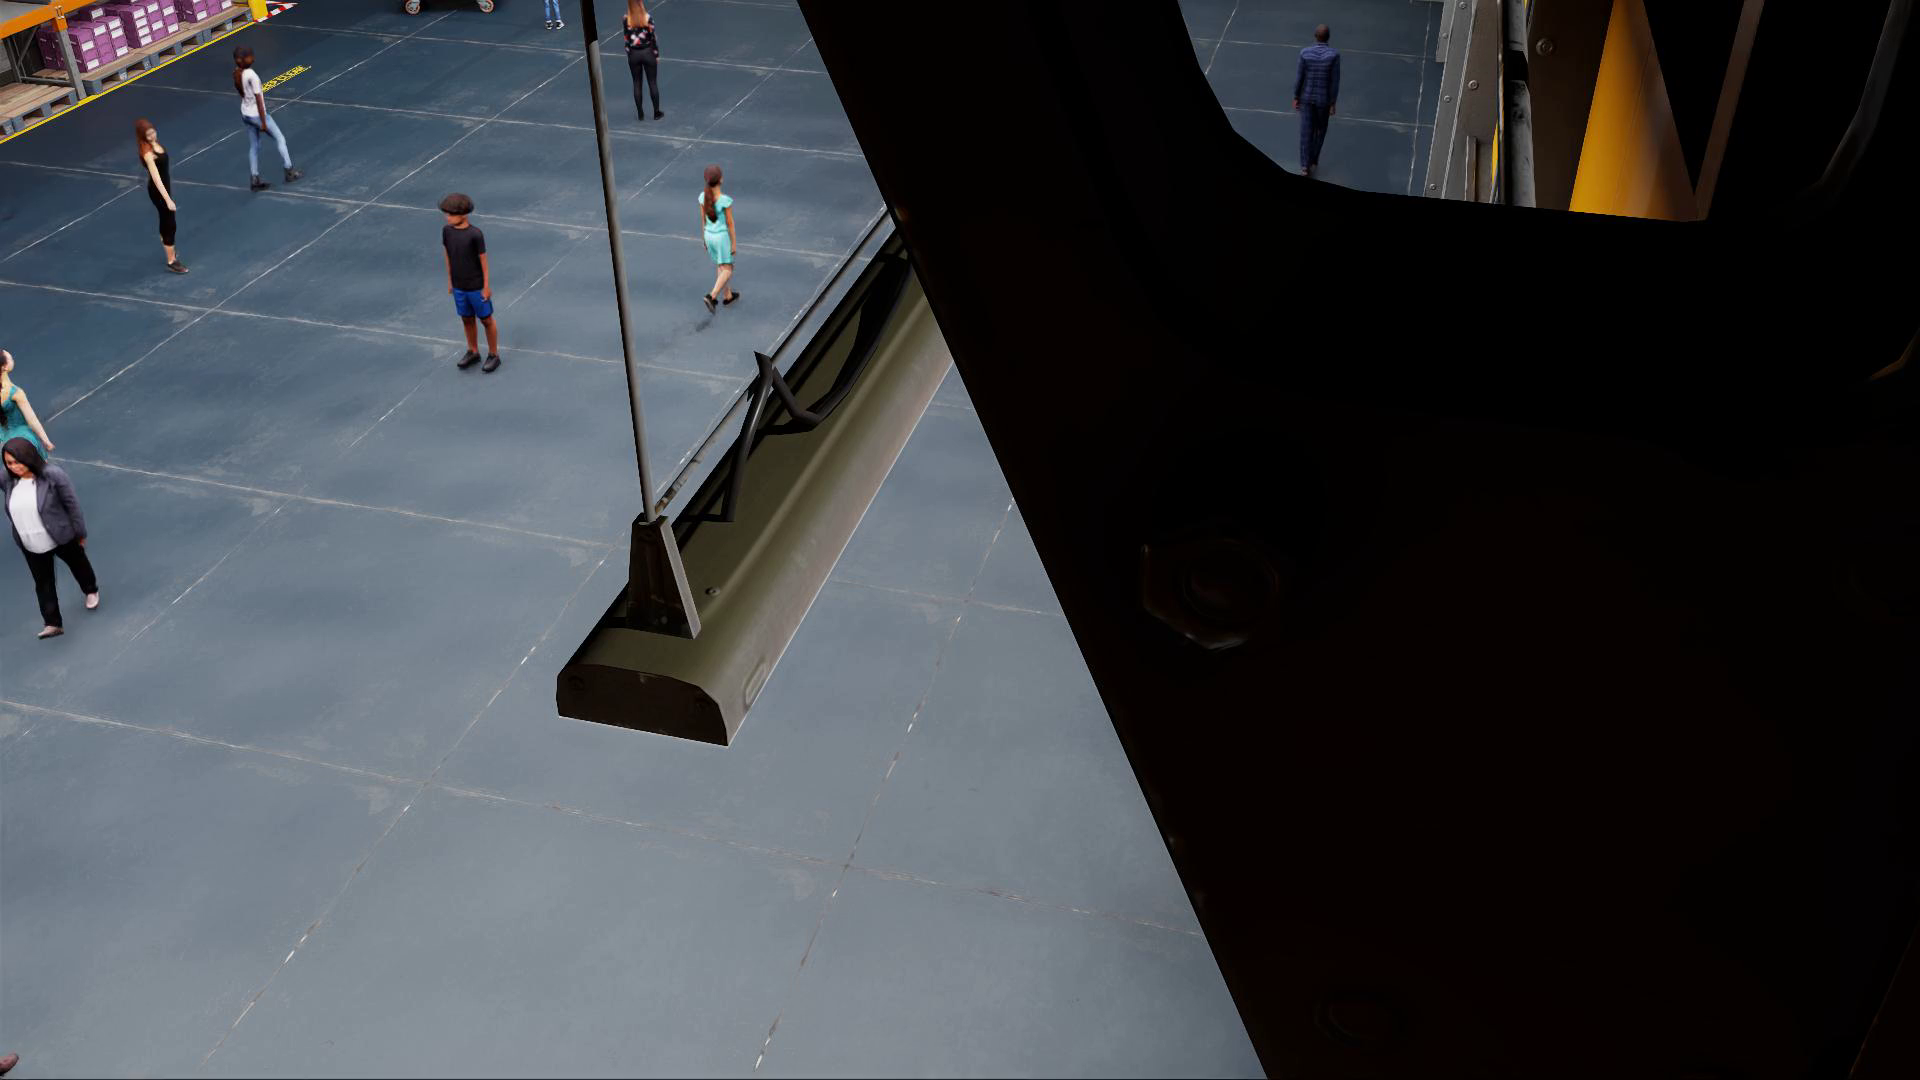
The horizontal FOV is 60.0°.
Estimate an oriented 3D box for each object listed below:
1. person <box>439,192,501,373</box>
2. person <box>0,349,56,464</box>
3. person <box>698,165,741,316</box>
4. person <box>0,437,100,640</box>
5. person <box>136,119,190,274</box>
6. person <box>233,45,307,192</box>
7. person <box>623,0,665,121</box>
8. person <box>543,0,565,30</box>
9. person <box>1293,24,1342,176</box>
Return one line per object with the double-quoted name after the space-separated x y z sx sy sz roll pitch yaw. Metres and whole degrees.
-4.667 -2.472 15.851 0.618 1.792 0.574 11 35 16 "person"
-7.588 -0.731 13.337 0.625 1.674 0.647 14 36 20 "person"
-2.483 -3.032 16.914 0.660 1.548 0.951 15 36 21 "person"
-6.803 -0.091 12.476 0.950 1.561 1.133 -6 34 -9 "person"
-8.593 -3.725 17.816 0.902 1.702 0.758 -18 37 -24 "person"
-8.402 -4.972 19.695 0.800 1.700 0.998 20 39 28 "person"
-4.163 -6.349 21.782 0.620 1.682 0.585 0 34 1 "person"
-6.259 -8.402 25.285 0.577 1.224 0.582 -4 34 -5 "person"
4.277 -5.281 20.062 0.681 1.808 0.664 8 34 12 "person"
